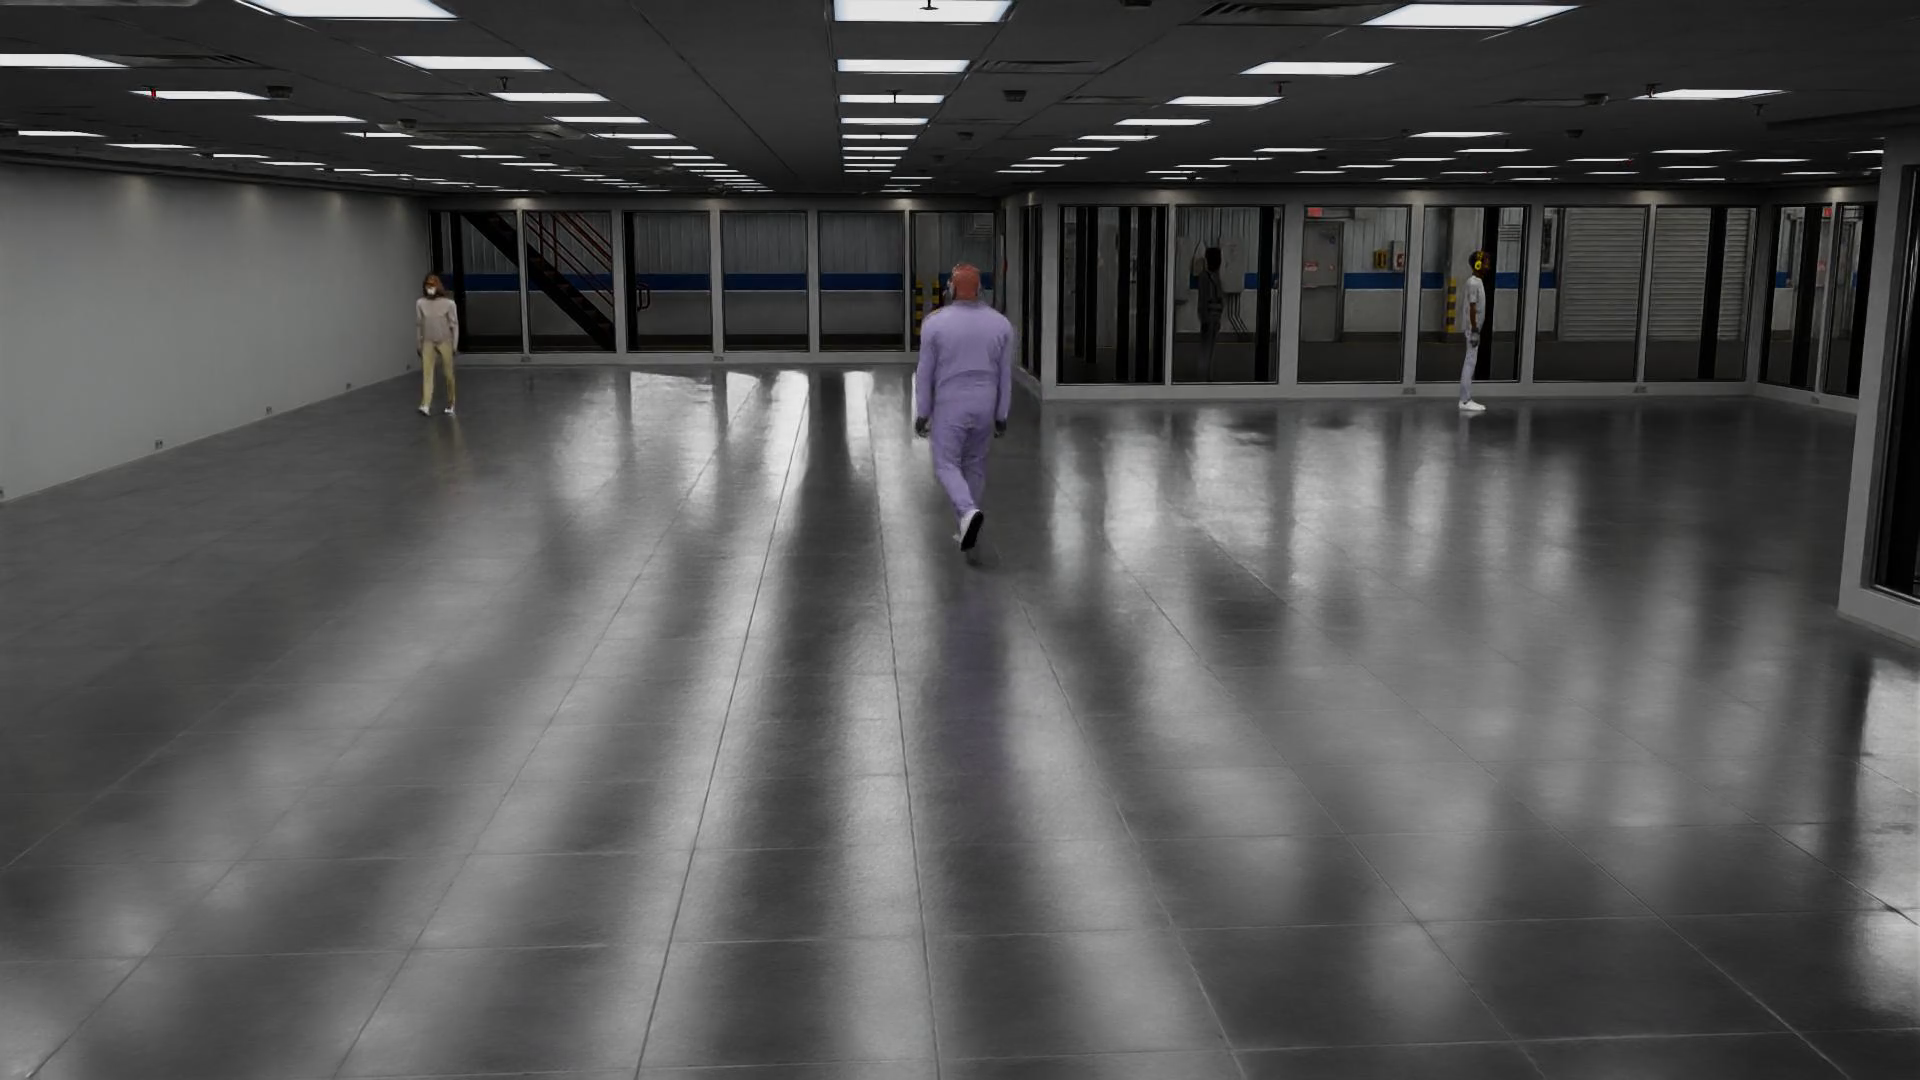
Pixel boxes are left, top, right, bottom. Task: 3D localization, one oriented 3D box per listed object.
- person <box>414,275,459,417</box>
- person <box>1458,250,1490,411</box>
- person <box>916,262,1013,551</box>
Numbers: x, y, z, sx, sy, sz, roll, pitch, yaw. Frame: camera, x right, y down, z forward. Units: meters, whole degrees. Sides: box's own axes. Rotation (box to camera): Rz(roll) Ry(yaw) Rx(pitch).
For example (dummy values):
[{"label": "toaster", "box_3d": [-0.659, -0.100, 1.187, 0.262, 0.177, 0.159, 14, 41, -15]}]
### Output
[{"label": "person", "box_3d": [-5.943, -2.198, 18.873, 0.522, 1.581, 0.843, 0, 11, 1]}, {"label": "person", "box_3d": [6.054, -2.456, 19.534, 0.328, 1.875, 0.513, 3, 11, 16]}, {"label": "person", "box_3d": [0.047, -0.850, 10.809, 0.650, 1.891, 0.682, -4, 11, -22]}]
